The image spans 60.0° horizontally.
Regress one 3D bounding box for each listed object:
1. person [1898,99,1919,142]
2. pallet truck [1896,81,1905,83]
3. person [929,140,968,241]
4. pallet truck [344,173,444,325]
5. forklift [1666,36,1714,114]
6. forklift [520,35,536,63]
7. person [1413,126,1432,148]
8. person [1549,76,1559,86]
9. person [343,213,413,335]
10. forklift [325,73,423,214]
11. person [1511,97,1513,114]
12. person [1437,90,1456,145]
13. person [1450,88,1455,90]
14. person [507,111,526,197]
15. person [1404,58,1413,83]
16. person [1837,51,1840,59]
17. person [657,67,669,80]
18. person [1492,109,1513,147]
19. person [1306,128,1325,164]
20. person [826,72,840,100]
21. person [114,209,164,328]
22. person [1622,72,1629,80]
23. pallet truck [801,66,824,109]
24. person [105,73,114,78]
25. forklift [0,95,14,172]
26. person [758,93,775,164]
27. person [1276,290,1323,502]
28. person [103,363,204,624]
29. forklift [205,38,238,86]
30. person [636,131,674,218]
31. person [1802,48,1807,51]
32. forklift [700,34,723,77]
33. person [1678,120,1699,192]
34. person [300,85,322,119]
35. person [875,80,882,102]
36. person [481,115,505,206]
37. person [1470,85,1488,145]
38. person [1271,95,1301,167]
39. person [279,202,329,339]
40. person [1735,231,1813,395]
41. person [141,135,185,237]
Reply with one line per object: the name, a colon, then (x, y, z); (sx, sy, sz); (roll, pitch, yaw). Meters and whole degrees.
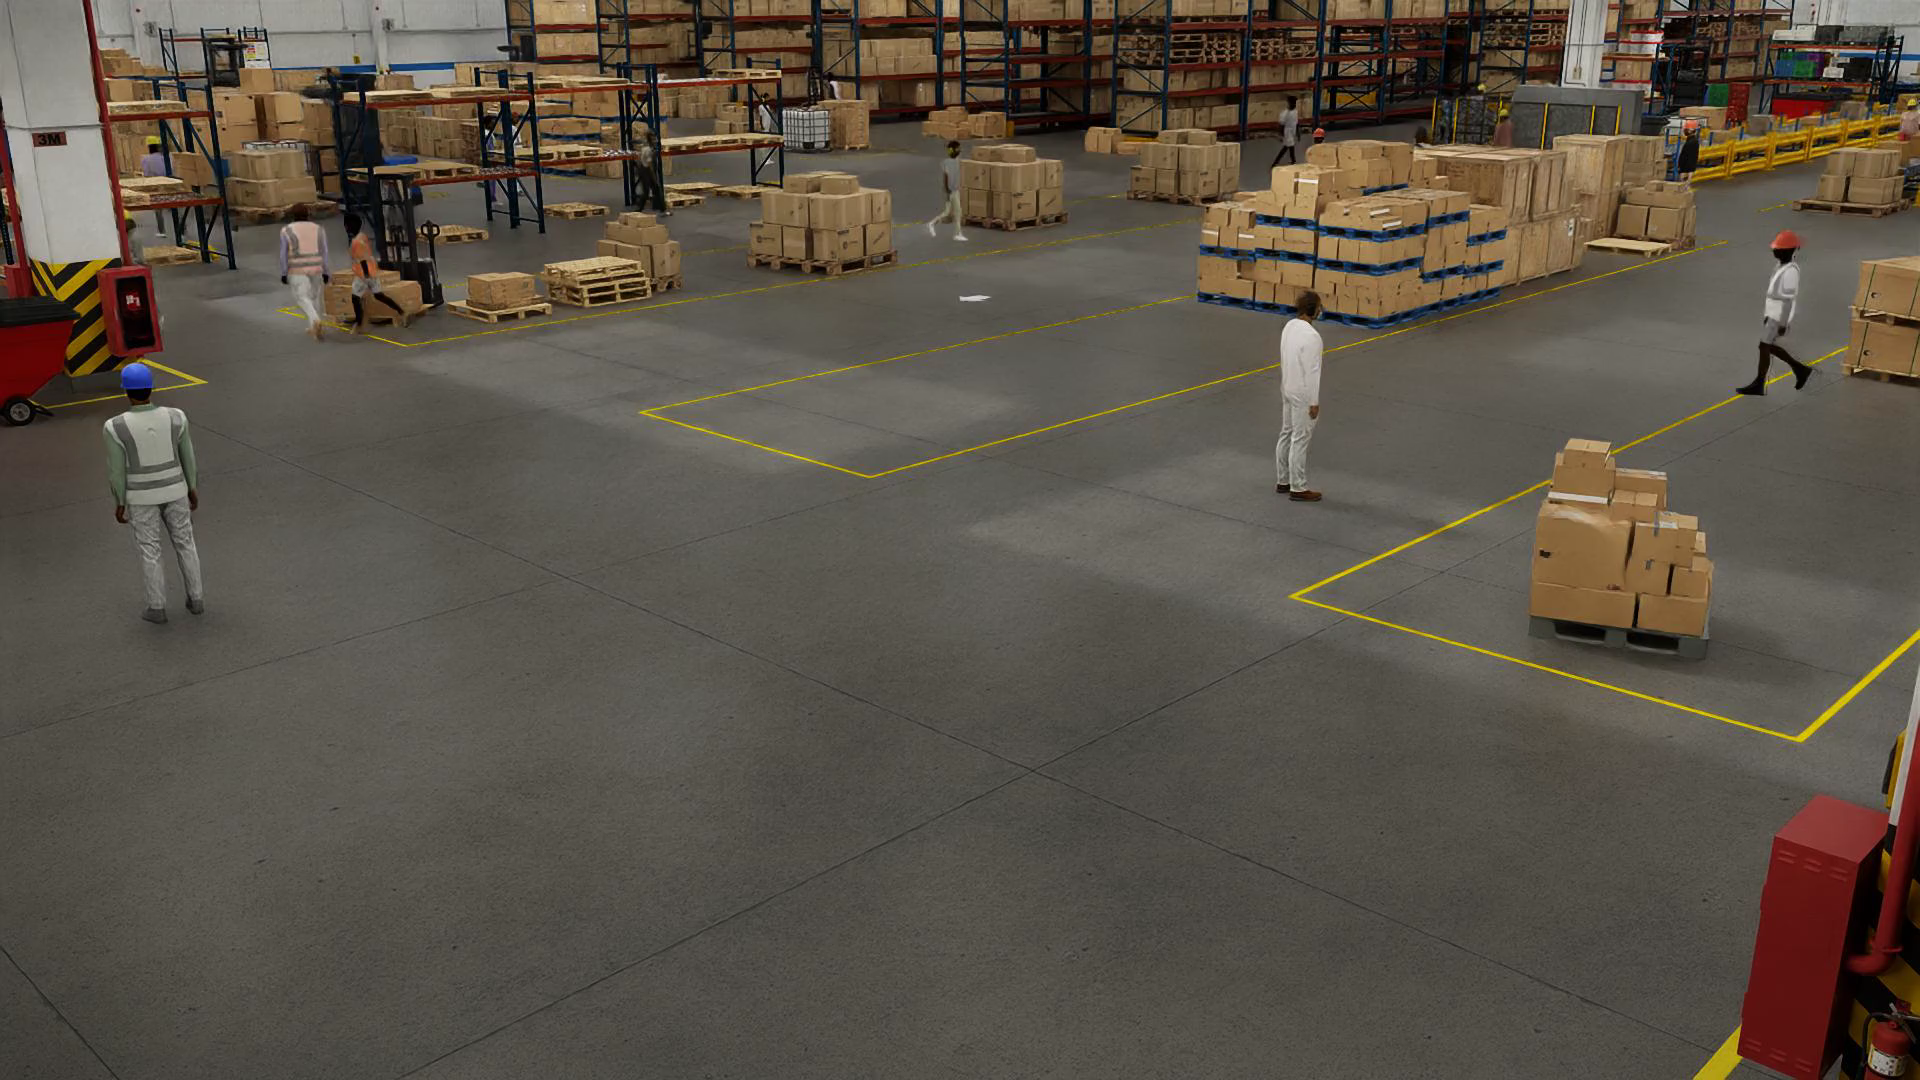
person: (25.262, -10.850, 44.256); (0.816, 1.734, 0.529); (-14, 23, -37)
pallet truck: (34.802, -16.331, 61.455); (0.653, 1.274, 1.630); (17, 25, 41)
person: (-0.206, -6.531, 31.072); (0.739, 1.850, 0.527); (13, 23, 35)
pallet truck: (-8.209, -4.181, 23.757); (0.823, 1.965, 1.885); (3, 19, 9)
forklift: (27.341, -17.291, 61.877); (1.129, 2.768, 1.873); (17, 25, 41)
forklift: (-16.455, -17.891, 63.685); (1.873, 2.768, 1.129); (0, 18, -1)
person: (8.762, -6.892, 31.860); (0.708, 2.000, 0.561); (-7, 20, -20)
person: (20.880, -15.559, 58.669); (0.511, 1.594, 0.853); (-15, 24, -39)
person: (-7.977, -3.620, 22.627); (0.849, 1.666, 0.539); (-2, 18, -7)
forklift: (-12.573, -8.430, 35.181); (1.129, 2.768, 1.873); (17, 25, 41)
person: (17.190, -13.134, 51.229); (0.539, 1.679, 0.660); (14, 23, 35)
person: (14.378, -12.420, 49.083); (0.548, 1.664, 0.749); (14, 23, 36)
person: (22.999, -22.000, 77.536); (0.368, 1.940, 0.632); (7, 19, 19)
person: (-10.063, -8.741, 37.676); (0.355, 1.883, 0.575); (-2, 18, -7)
person: (21.195, -22.191, 78.582); (0.512, 1.639, 0.311); (-17, 25, -42)
person: (41.164, -22.275, 78.303); (0.402, 1.987, 0.608); (13, 22, 34)
person: (-11.505, -17.512, 64.523); (0.530, 1.599, 0.819); (2, 18, 5)
person: (13.071, -9.499, 40.147); (0.550, 1.752, 0.372); (-8, 20, -22)
person: (6.982, -7.083, 32.595); (0.551, 1.934, 0.373); (-5, 19, -15)
person: (-4.282, -14.622, 55.422); (0.956, 1.859, 0.710); (3, 19, 8)
person: (-11.136, -3.599, 22.424); (0.503, 1.728, 0.398); (12, 22, 32)
person: (21.856, -14.454, 54.878); (0.648, 1.895, 0.452); (-12, 22, -31)
pallet truck: (-4.812, -15.182, 56.903); (0.823, 1.965, 1.885); (-9, 21, -26)
person: (-27.514, -14.190, 54.049); (0.583, 1.904, 0.908); (9, 20, 26)
forklift: (-24.269, -10.815, 42.365); (1.129, 2.768, 1.873); (17, 25, 41)
person: (-5.200, -11.028, 44.586); (0.329, 1.872, 0.508); (6, 19, 18)
person: (3.130, -1.324, 15.242); (0.372, 1.940, 0.630); (-4, 19, -13)
person: (-5.933, -0.343, 12.272); (0.614, 1.947, 0.388); (-17, 25, -42)
forklift: (-26.396, -16.579, 59.731); (1.873, 2.768, 1.129); (17, 25, 41)
person: (-6.284, -7.448, 33.939); (0.829, 1.785, 0.576); (1, 18, 3)
person: (41.823, -23.518, 82.476); (0.518, 1.706, 0.914); (6, 19, 17)
forklift: (-9.819, -18.699, 66.120); (1.873, 2.768, 1.129); (17, 25, 41)
person: (14.768, -7.521, 33.825); (0.384, 1.993, 0.623); (6, 19, 17)
person: (-18.326, -11.889, 47.099); (0.639, 1.928, 0.476); (-13, 22, -34)
person: (-2.975, -17.444, 63.992); (0.458, 1.821, 0.618); (-17, 25, -42)
person: (-10.177, -8.218, 36.046); (0.392, 1.919, 0.592); (-8, 20, -24)
person: (15.444, -12.592, 49.412); (0.595, 1.803, 0.765); (15, 23, 38)
person: (8.461, -10.471, 42.833); (0.997, 1.921, 0.626); (15, 24, 38)
person: (-8.736, -3.597, 22.272); (0.626, 1.825, 0.750); (-17, 25, -42)
person: (9.461, -2.590, 19.094); (0.723, 1.919, 0.561); (6, 19, 17)
person: (-15.041, -6.653, 31.352); (0.653, 1.911, 0.595); (12, 22, 32)
